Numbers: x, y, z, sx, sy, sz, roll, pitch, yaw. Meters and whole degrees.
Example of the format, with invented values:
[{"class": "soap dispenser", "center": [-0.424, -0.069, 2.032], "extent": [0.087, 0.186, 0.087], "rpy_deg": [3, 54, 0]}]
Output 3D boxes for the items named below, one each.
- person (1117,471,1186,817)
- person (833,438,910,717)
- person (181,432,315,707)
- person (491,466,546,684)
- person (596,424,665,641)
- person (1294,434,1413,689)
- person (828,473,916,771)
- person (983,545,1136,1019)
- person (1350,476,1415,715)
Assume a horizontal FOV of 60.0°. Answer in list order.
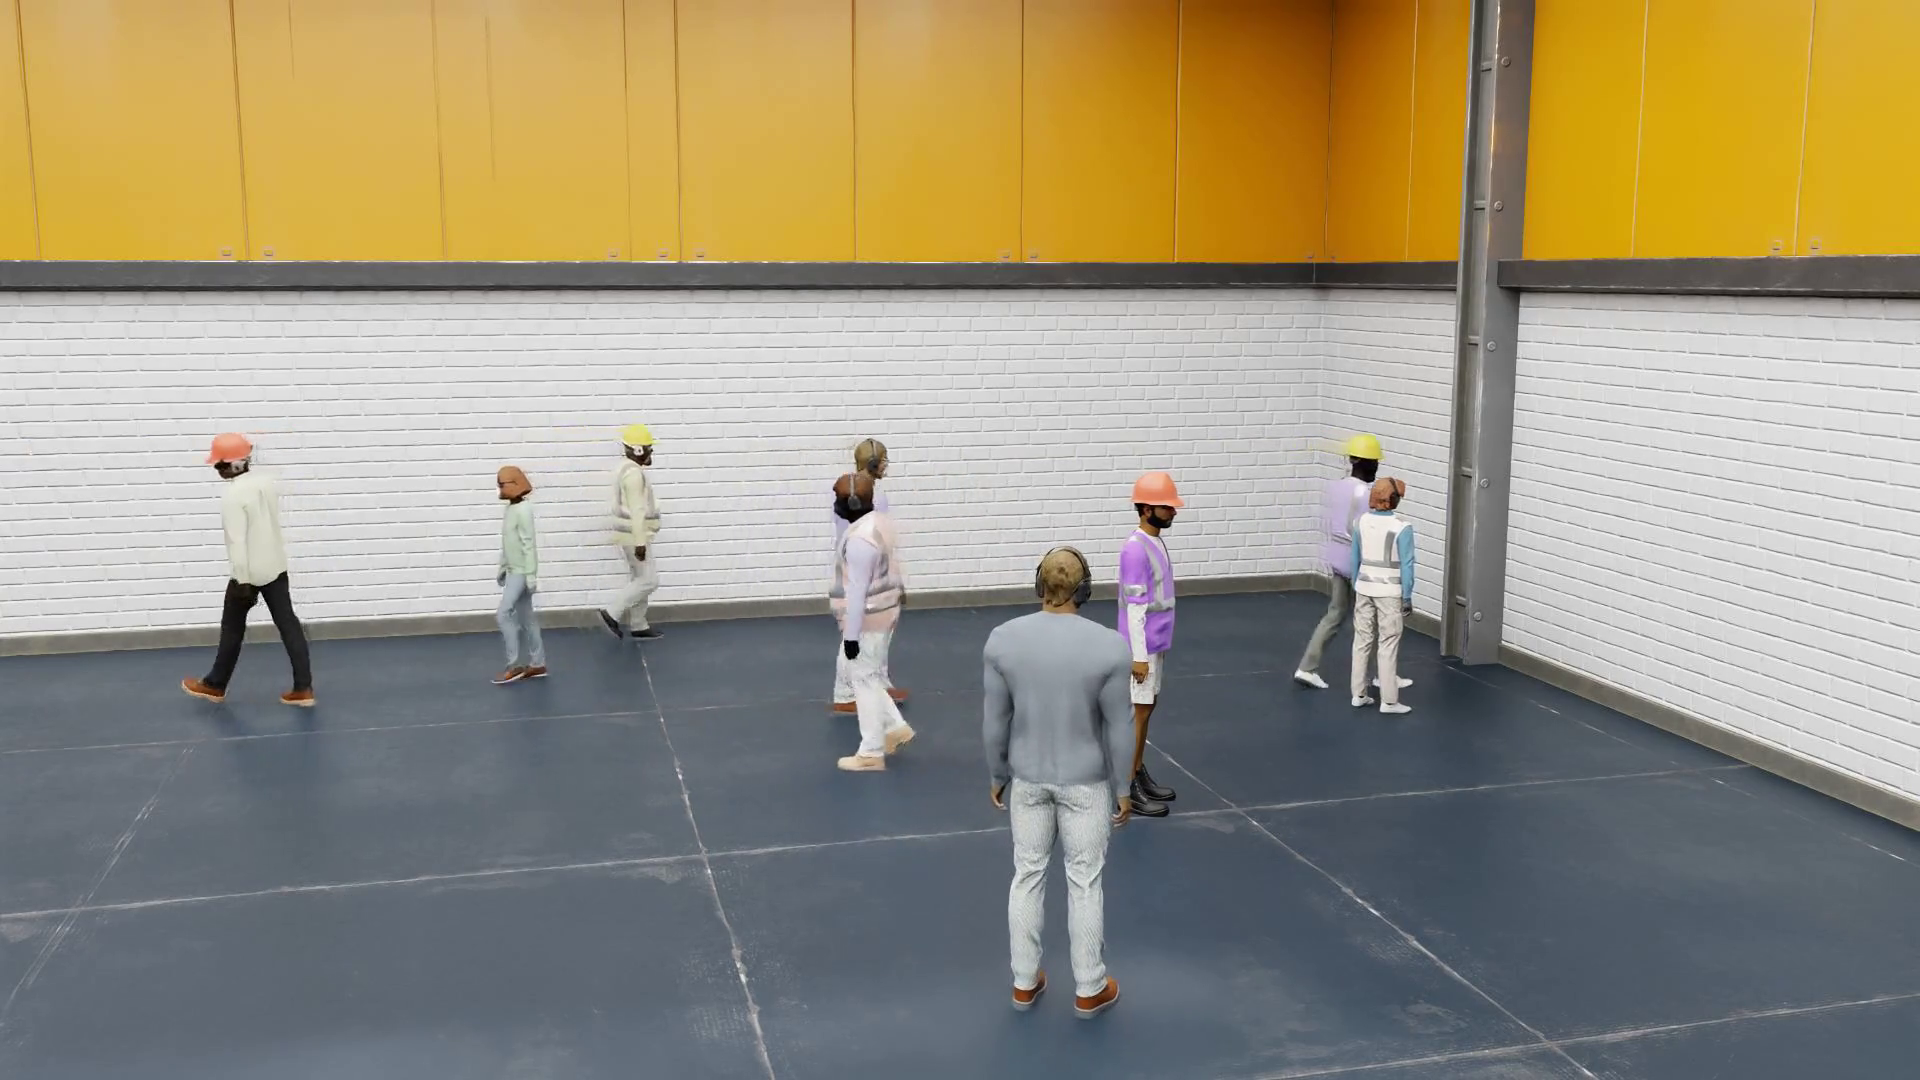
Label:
[{"class": "person", "center": [1.077, 0.573, 9.367], "extent": [0.364, 1.935, 0.553], "rpy_deg": [3, 9, 16]}, {"class": "person", "center": [-0.563, 0.262, 11.414], "extent": [0.758, 1.910, 0.636], "rpy_deg": [-3, 10, -18]}, {"class": "person", "center": [-4.983, 0.206, 11.617], "extent": [1.000, 1.933, 0.715], "rpy_deg": [3, 9, 16]}, {"class": "person", "center": [-3.344, 0.260, 12.317], "extent": [0.565, 1.613, 0.520], "rpy_deg": [-5, 10, -26]}, {"class": "person", "center": [-2.683, -0.043, 13.587], "extent": [0.494, 1.812, 0.611], "rpy_deg": [-2, 9, -15]}, {"class": "person", "center": [2.849, 0.166, 12.050], "extent": [0.893, 1.886, 0.602], "rpy_deg": [-3, 10, -18]}, {"class": "person", "center": [-0.583, 0.505, 10.129], "extent": [0.433, 1.831, 0.662], "rpy_deg": [1, 9, 6]}, {"class": "person", "center": [0.407, 0.984, 6.796], "extent": [0.635, 1.937, 0.352], "rpy_deg": [3, 10, 19]}, {"class": "person", "center": [2.908, 0.381, 11.490], "extent": [0.314, 1.640, 0.516], "rpy_deg": [-7, 11, -36]}]
